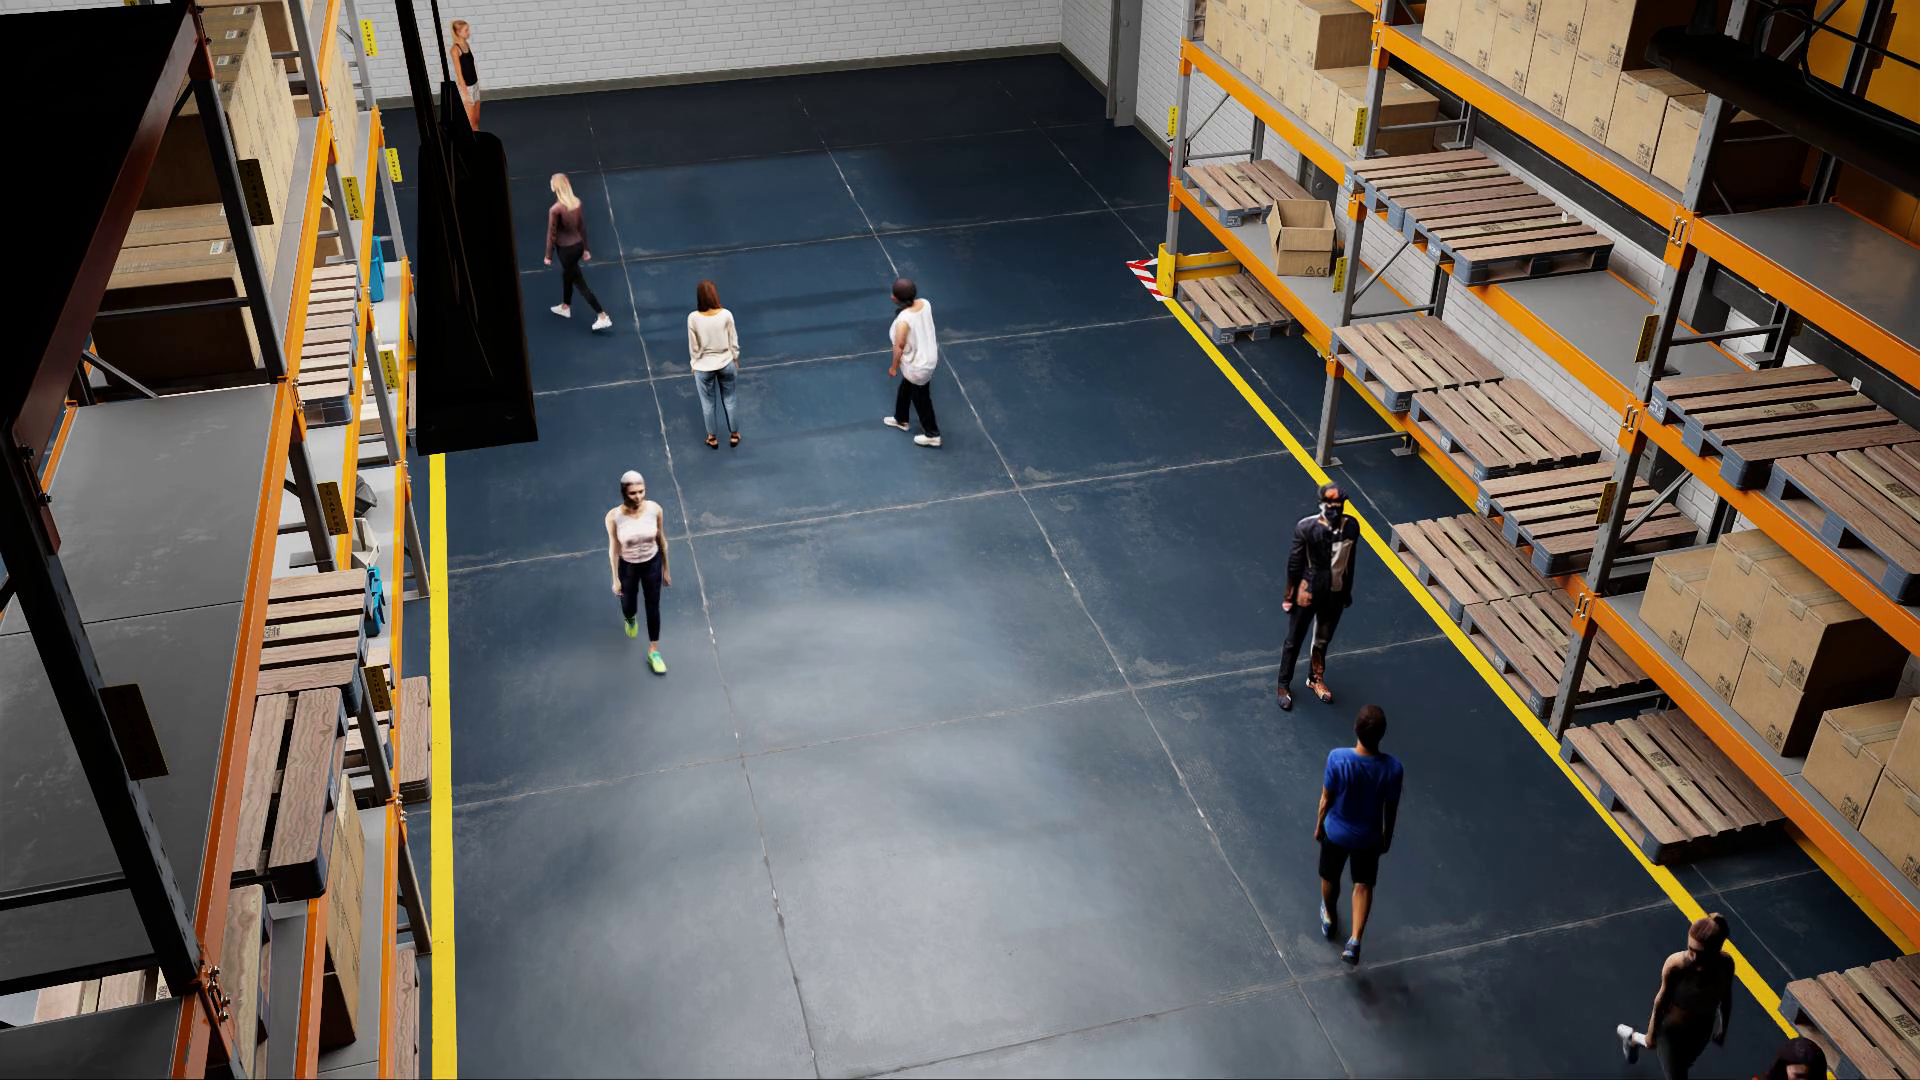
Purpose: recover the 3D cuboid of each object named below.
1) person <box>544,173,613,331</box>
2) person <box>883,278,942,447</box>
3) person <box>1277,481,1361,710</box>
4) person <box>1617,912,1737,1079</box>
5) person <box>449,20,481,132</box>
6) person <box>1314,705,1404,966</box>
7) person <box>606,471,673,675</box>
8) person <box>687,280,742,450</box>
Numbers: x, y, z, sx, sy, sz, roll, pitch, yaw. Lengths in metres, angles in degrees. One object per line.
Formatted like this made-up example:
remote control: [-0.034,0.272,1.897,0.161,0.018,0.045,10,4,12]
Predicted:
person: [-4.014,-2.973,17.414,1.126,1.665,1.120,14,36,20]
person: [-0.363,-1.624,15.392,1.005,1.656,0.972,14,36,20]
person: [2.622,0.387,12.155,0.693,1.890,0.583,-7,34,-10]
person: [3.877,2.602,9.028,0.686,1.663,1.046,-7,34,-11]
person: [-6.393,-5.847,21.576,0.710,1.844,0.585,6,34,8]
person: [2.366,1.821,10.034,0.871,1.850,1.070,5,34,8]
person: [-2.459,0.183,12.639,0.691,1.695,0.899,-13,36,-19]
person: [-2.262,-1.610,15.351,0.625,1.678,0.556,-6,34,-8]
